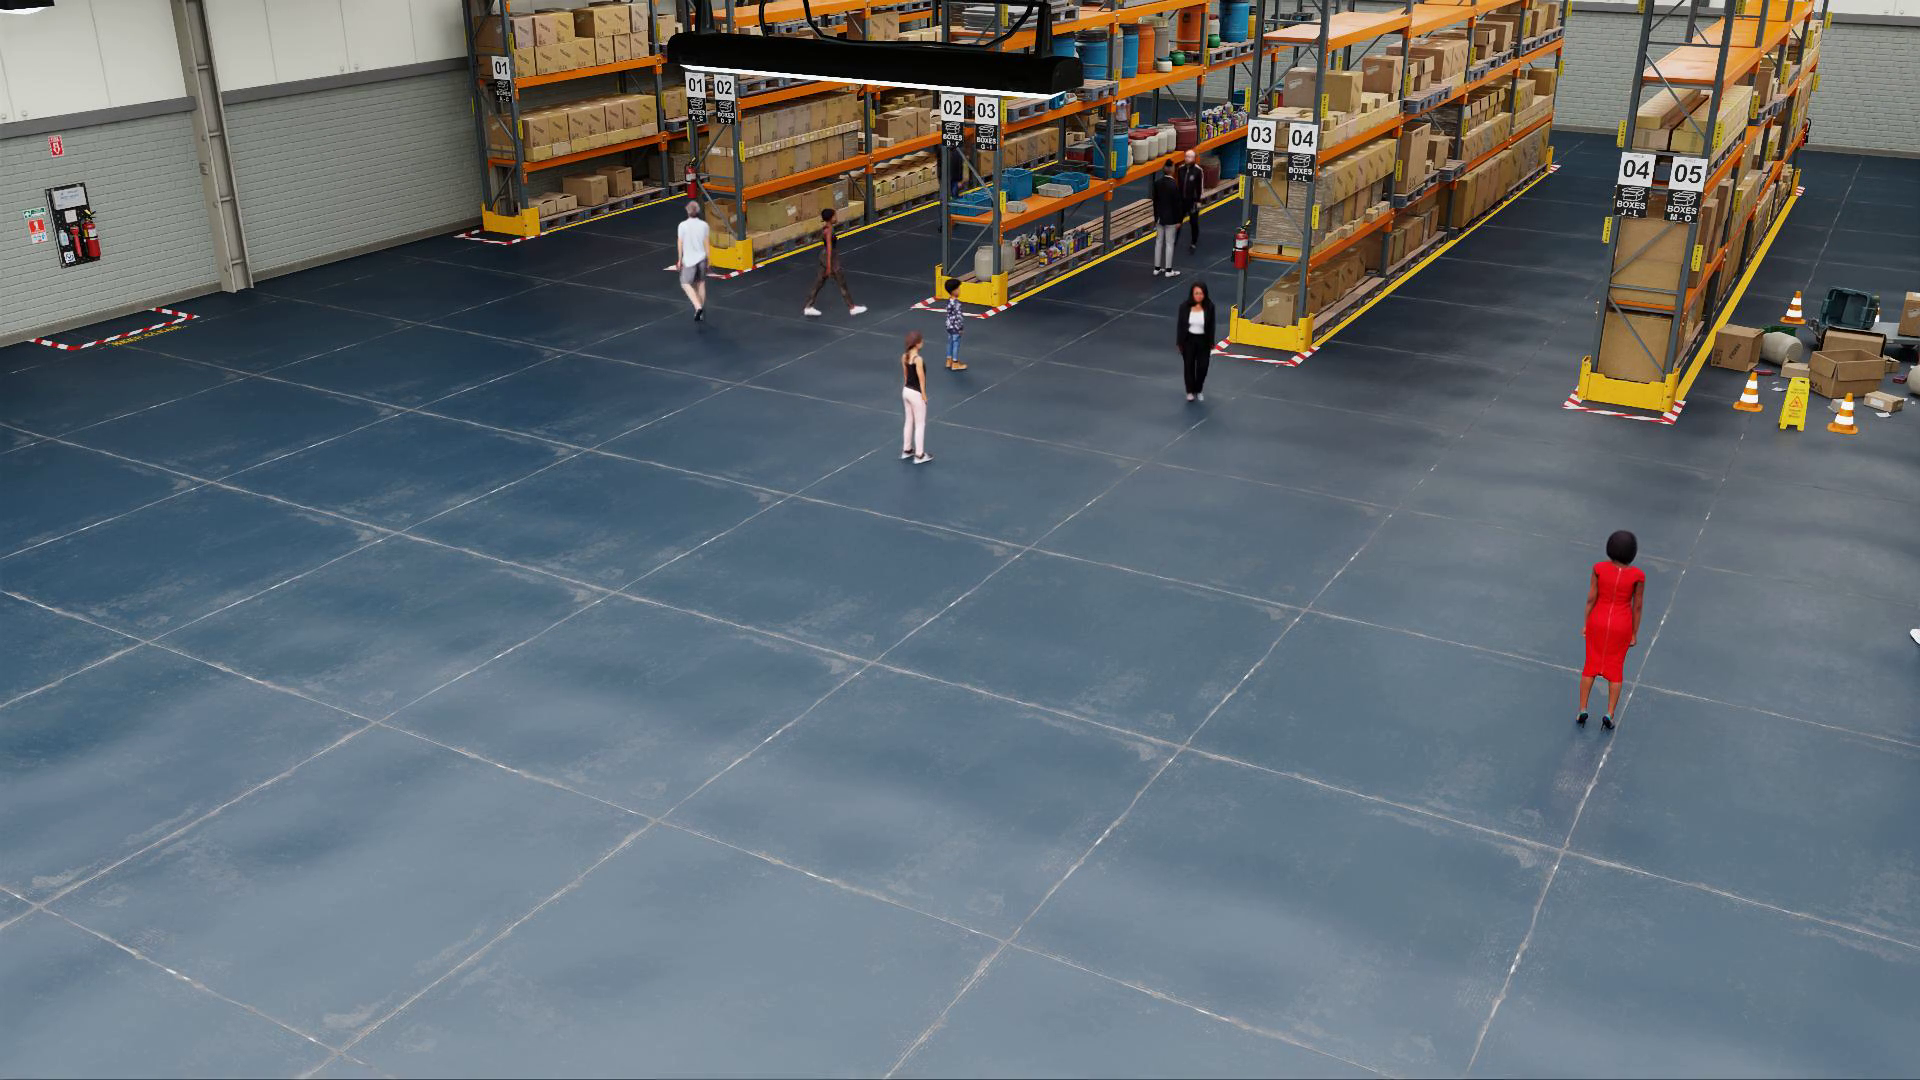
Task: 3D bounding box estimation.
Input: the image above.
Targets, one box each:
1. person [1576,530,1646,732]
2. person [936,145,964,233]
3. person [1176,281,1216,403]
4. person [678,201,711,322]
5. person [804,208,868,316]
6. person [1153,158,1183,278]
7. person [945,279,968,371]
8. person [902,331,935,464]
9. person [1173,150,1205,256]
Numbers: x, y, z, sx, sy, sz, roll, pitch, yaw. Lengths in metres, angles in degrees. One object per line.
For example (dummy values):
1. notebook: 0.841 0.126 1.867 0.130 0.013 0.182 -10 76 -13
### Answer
1. person: 5.284 0.735 13.536 0.583 1.744 0.500 11 25 24
2. person: -0.154 -6.639 30.750 0.867 1.842 1.272 8 24 17
3. person: 3.040 -2.582 21.514 0.774 1.605 0.787 1 23 3
4. person: -3.963 -4.139 24.907 0.970 1.815 0.983 -11 25 -24
5. person: -2.061 -4.158 25.166 1.146 1.646 1.154 -4 23 -9
6. person: 3.426 -5.371 27.633 0.760 1.948 0.693 21 31 40
7. person: -0.075 -2.974 22.888 0.609 1.251 0.573 -12 26 -25
8. person: -0.534 -1.690 19.471 0.617 1.562 0.603 -18 29 -35
9. person: 4.040 -5.890 29.041 0.735 1.802 1.032 14 27 30
